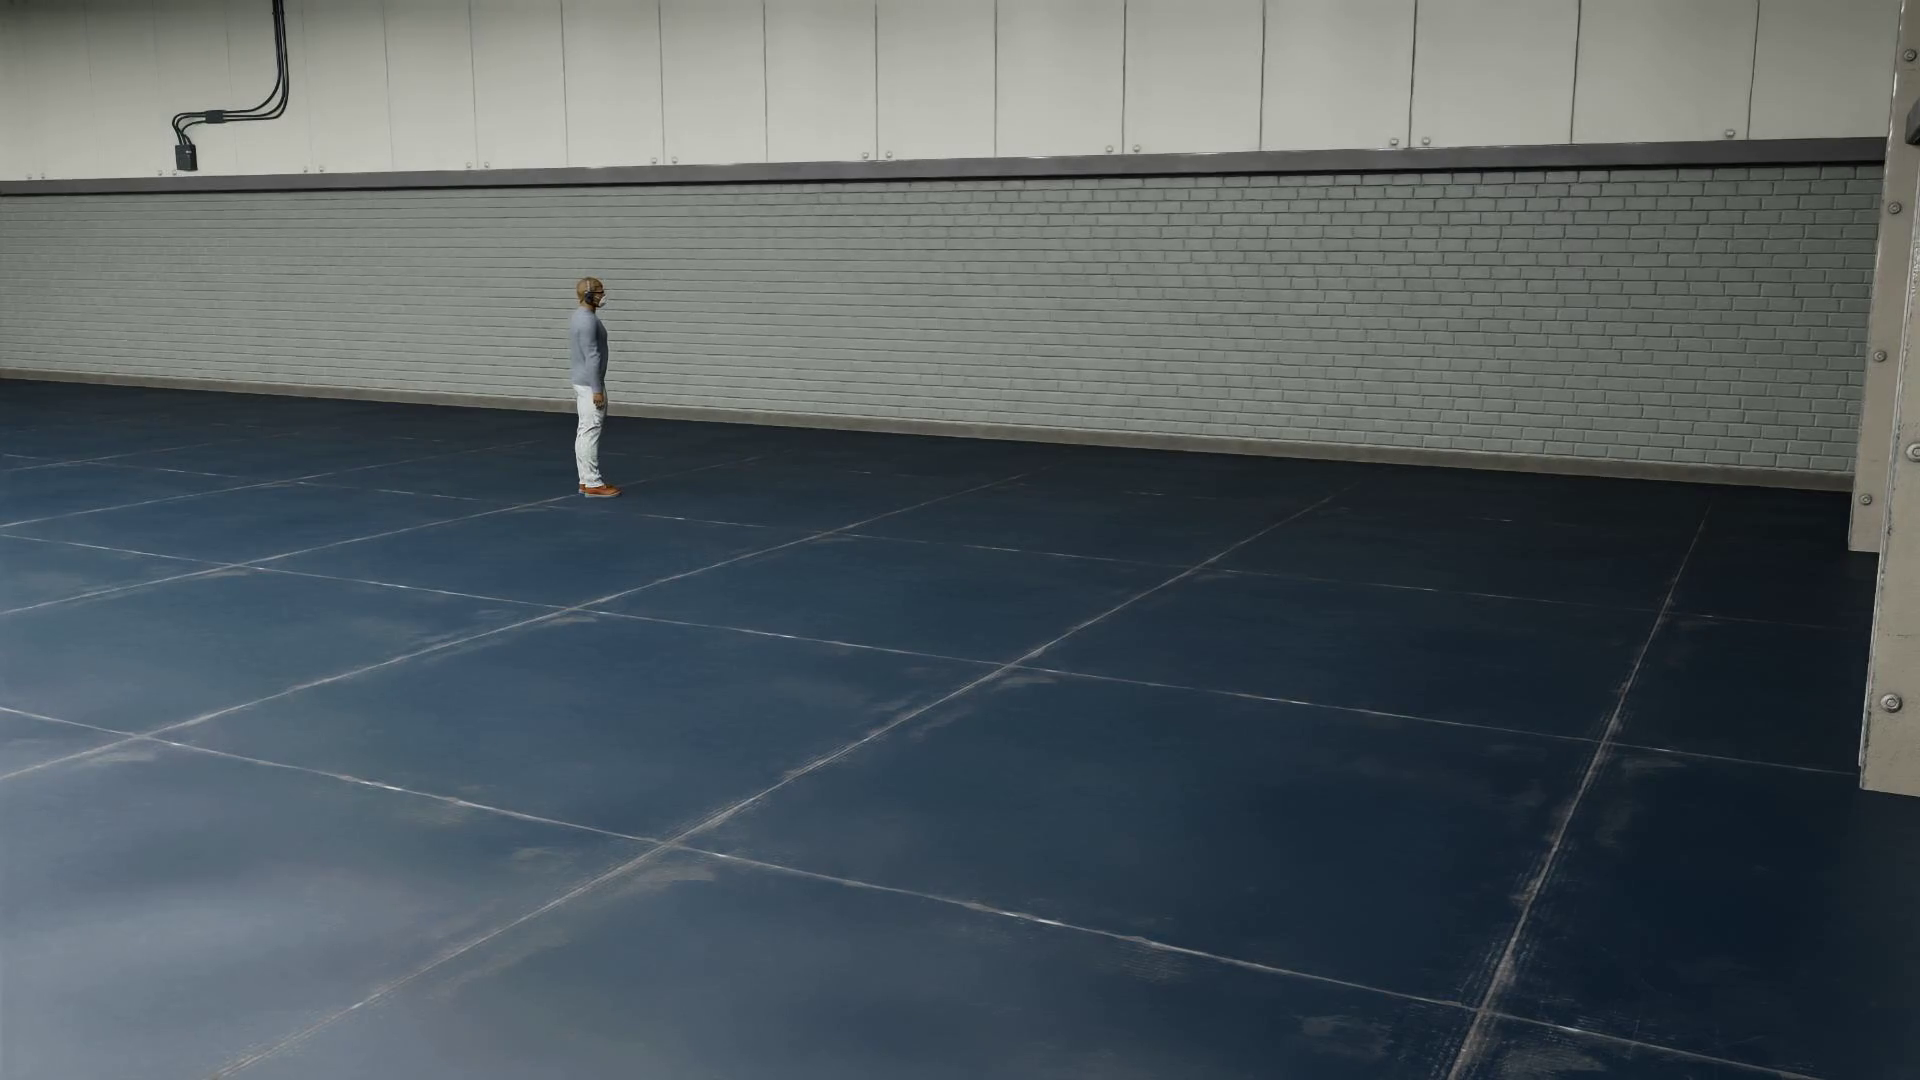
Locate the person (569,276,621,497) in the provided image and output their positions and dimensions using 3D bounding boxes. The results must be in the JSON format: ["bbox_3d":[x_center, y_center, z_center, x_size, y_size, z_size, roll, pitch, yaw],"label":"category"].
[{"bbox_3d":[-3.241,-1.345,14.657,0.372,1.940,0.632,-4,11,-21],"label":"person"}]
